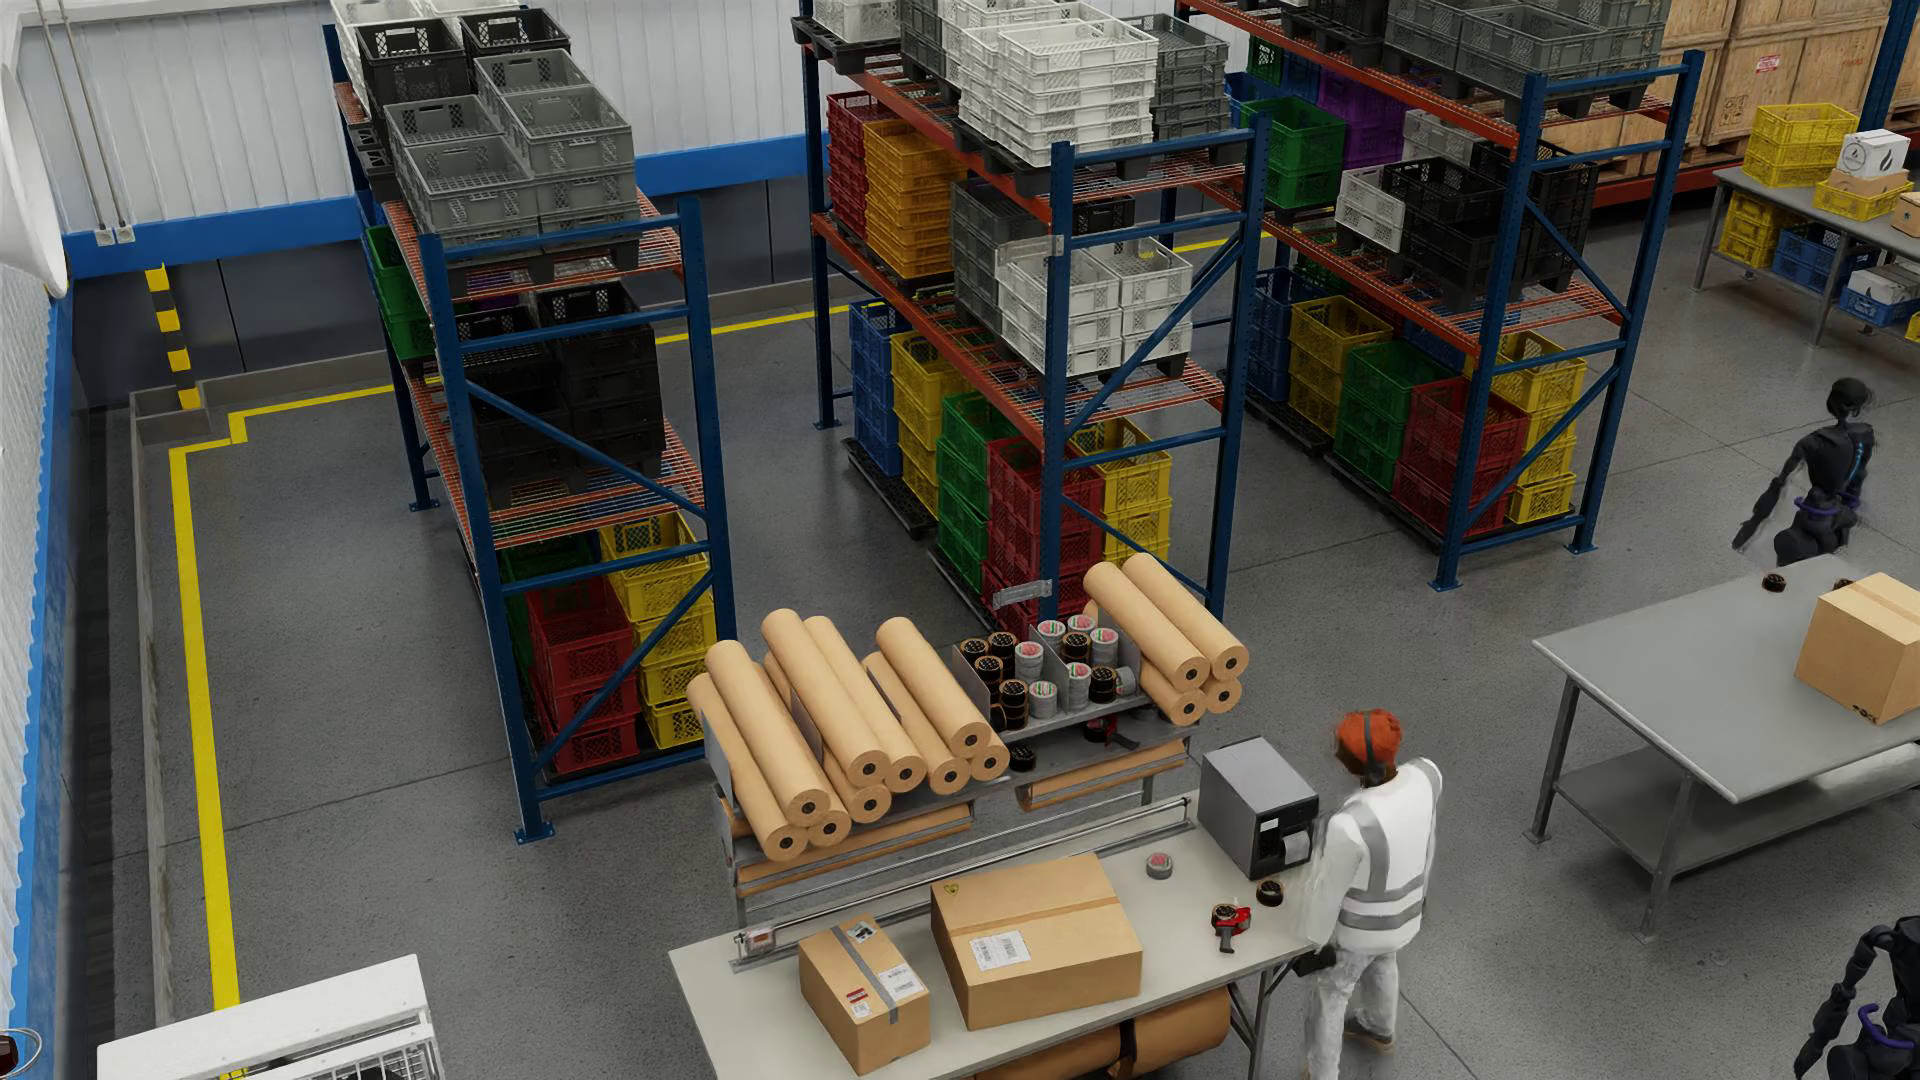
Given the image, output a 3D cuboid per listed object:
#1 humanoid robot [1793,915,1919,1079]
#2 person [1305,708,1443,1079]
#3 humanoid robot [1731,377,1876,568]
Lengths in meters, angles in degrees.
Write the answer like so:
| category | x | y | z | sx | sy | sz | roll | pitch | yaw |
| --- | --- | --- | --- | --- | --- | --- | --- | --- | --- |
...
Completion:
| category | x | y | z | sx | sy | sz | roll | pitch | yaw |
| --- | --- | --- | --- | --- | --- | --- | --- | --- | --- |
| humanoid robot | 3.243 | 1.763 | 5.762 | 0.573 | 1.652 | 0.328 | -1 | 32 | -1 |
| person | 1.515 | 1.384 | 6.219 | 0.613 | 1.855 | 0.421 | -23 | 39 | -33 |
| humanoid robot | 4.436 | -0.102 | 8.793 | 0.640 | 1.648 | 0.430 | -15 | 35 | -22 |
